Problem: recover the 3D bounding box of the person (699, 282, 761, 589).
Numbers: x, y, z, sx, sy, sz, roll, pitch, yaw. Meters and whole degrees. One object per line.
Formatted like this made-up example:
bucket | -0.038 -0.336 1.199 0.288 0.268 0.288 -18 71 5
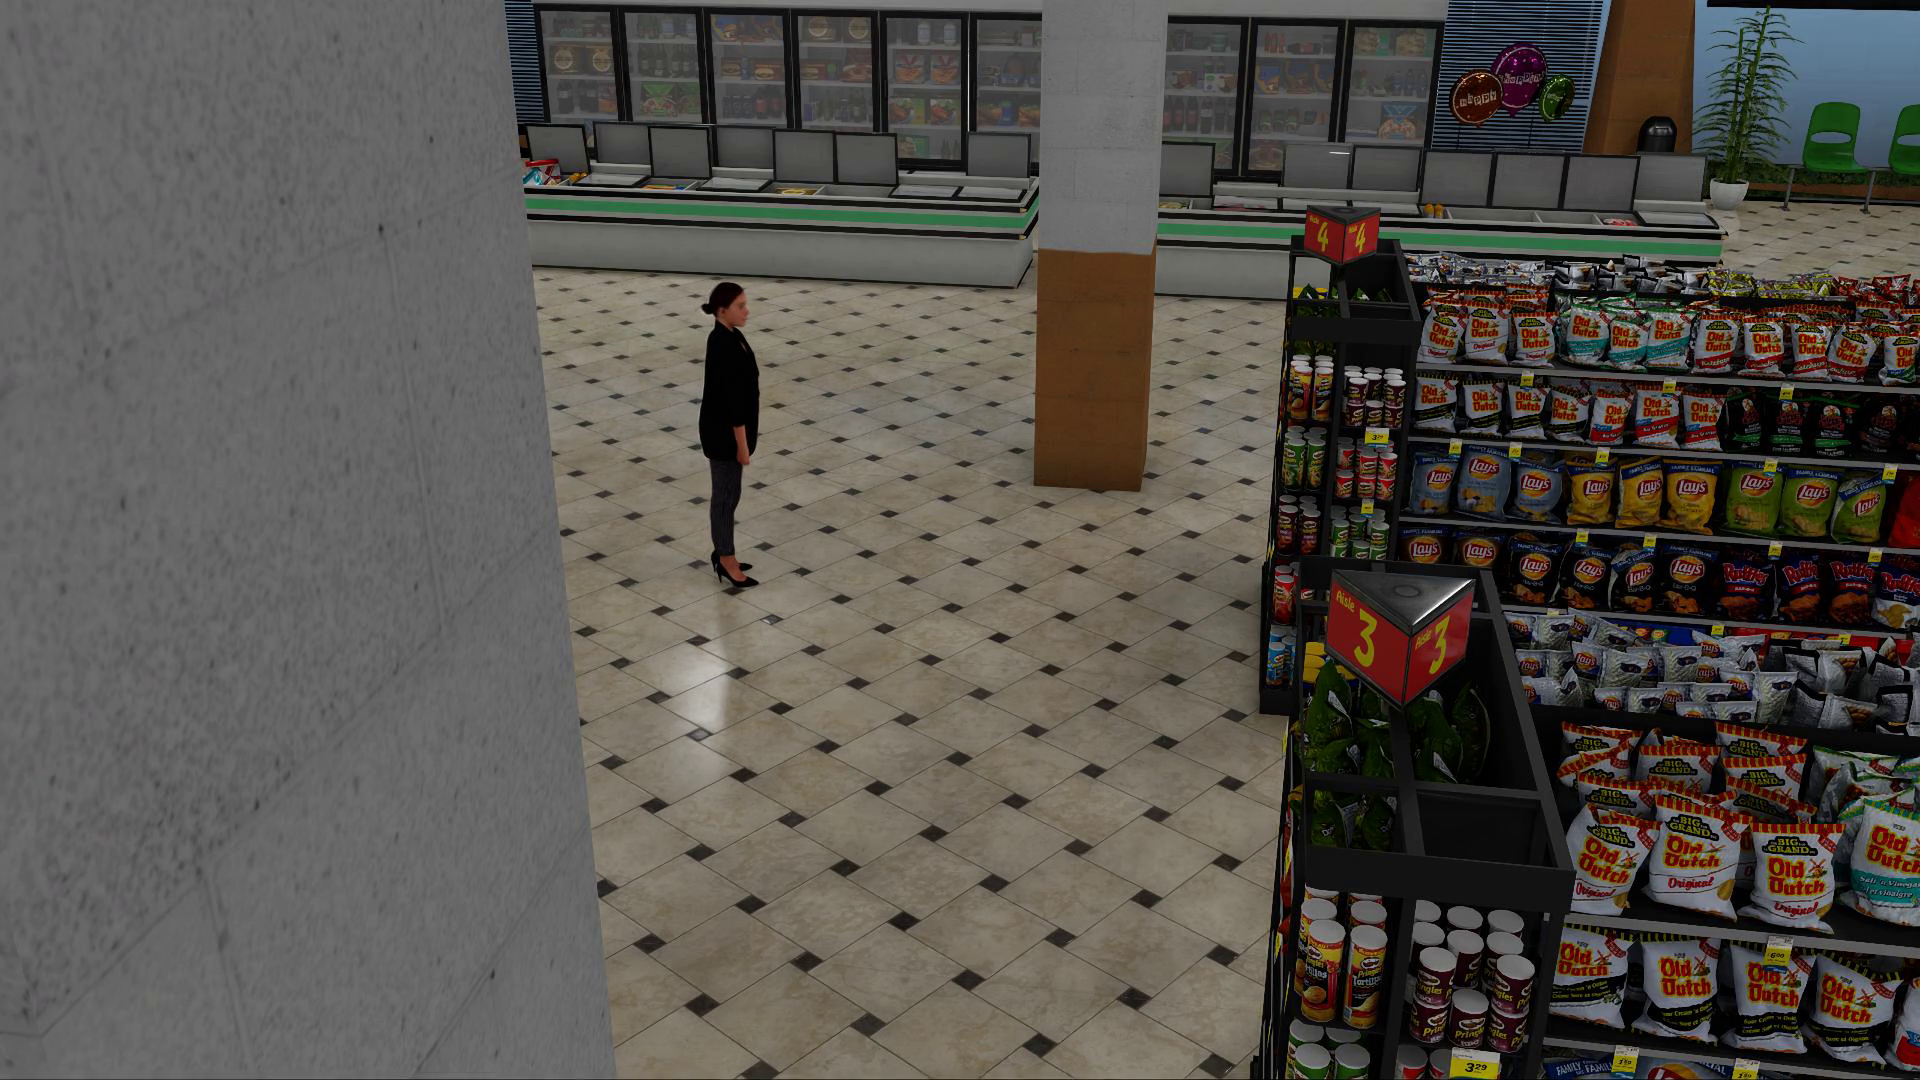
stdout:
person | -1.284 -0.581 9.199 0.688 1.716 0.713 -4 24 -9
